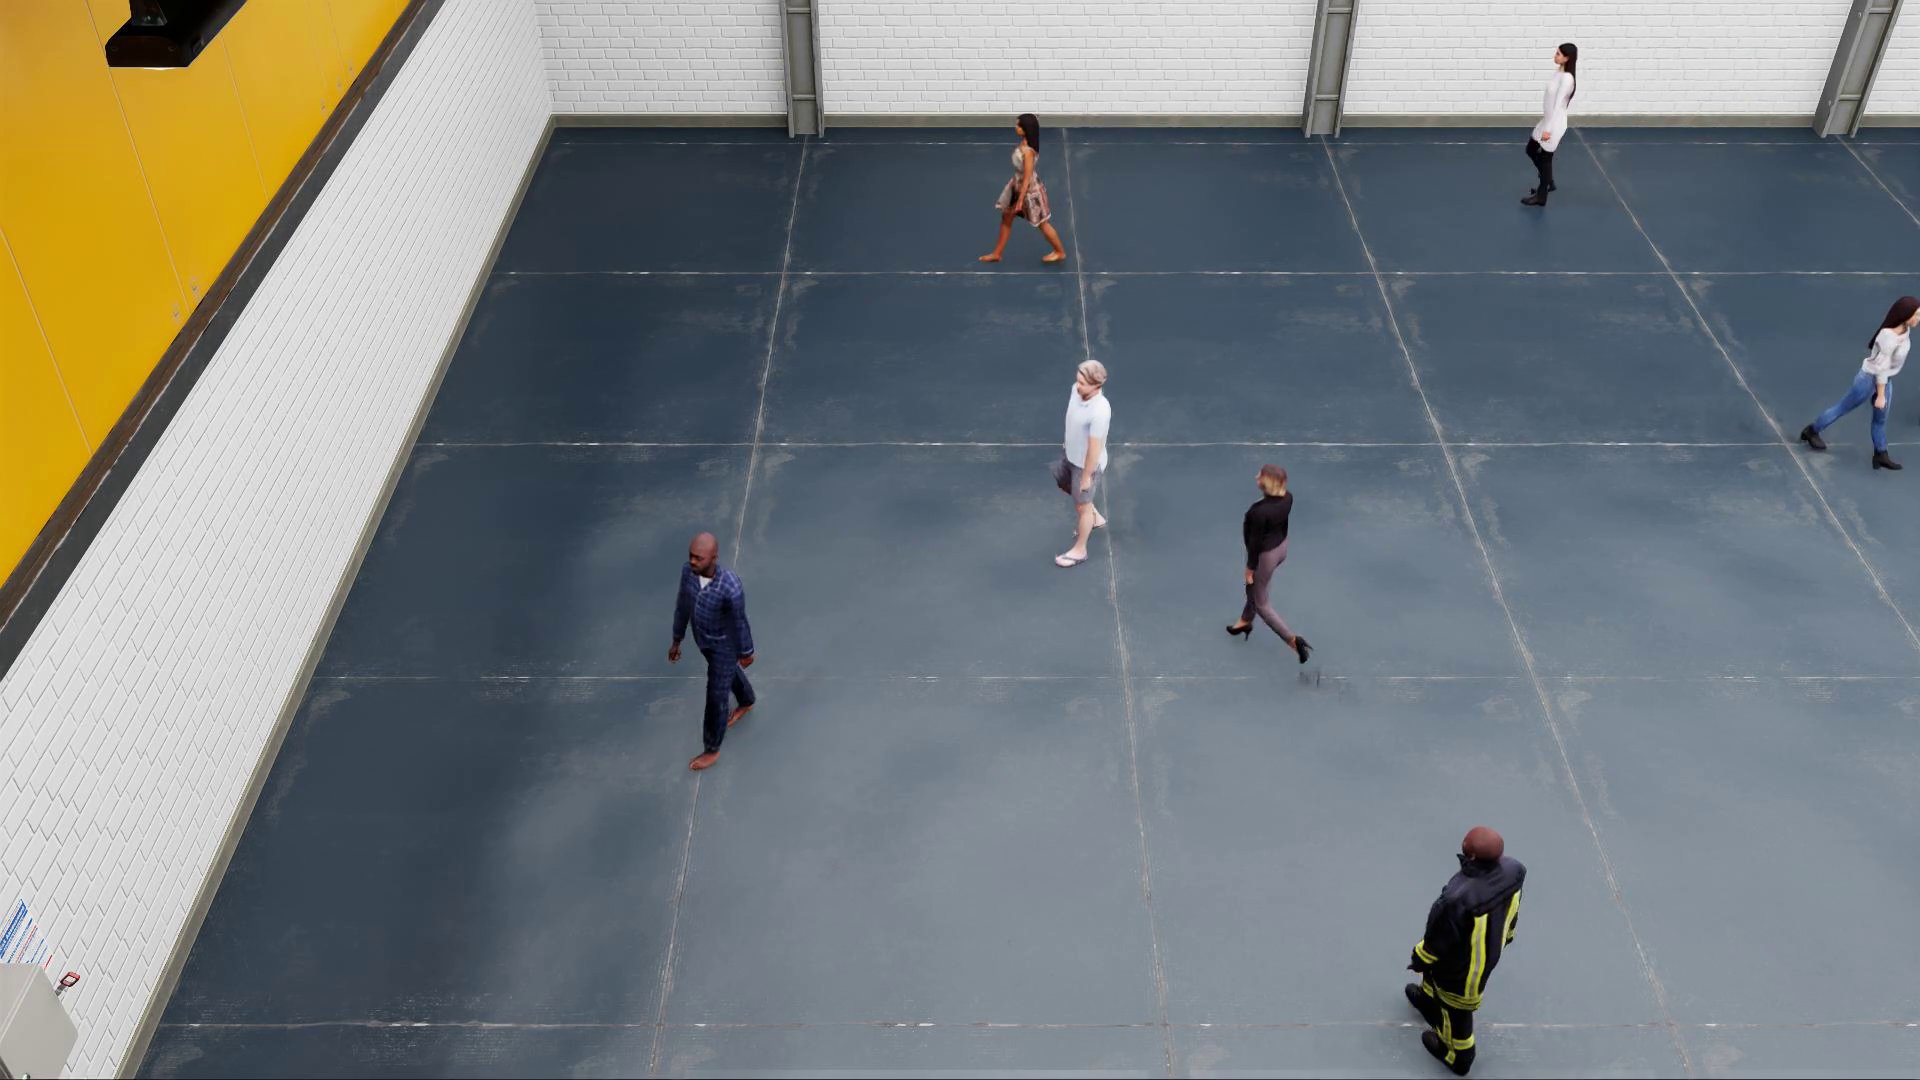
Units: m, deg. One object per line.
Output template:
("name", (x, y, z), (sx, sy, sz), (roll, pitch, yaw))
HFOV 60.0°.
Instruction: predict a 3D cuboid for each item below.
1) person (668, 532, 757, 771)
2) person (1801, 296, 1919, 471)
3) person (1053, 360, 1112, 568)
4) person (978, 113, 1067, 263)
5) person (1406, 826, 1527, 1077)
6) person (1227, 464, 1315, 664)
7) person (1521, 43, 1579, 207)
("person", (-1.586, 0.617, 11.264), (1.071, 1.784, 1.089), (27, 46, 30))
("person", (7.520, -1.336, 13.868), (1.129, 1.587, 1.053), (31, 48, 33))
("person", (1.018, -0.637, 12.802), (0.864, 1.824, 0.827), (-12, 40, -15))
("person", (0.754, -3.431, 16.481), (1.128, 1.600, 0.677), (-3, 39, -4))
("person", (2.856, 2.289, 9.158), (0.979, 1.799, 1.033), (-24, 45, -27))
("person", (2.258, 0.204, 11.890), (1.079, 1.649, 0.981), (28, 46, 30))
("person", (6.305, -4.326, 17.443), (0.641, 1.797, 0.630), (4, 39, 5))
